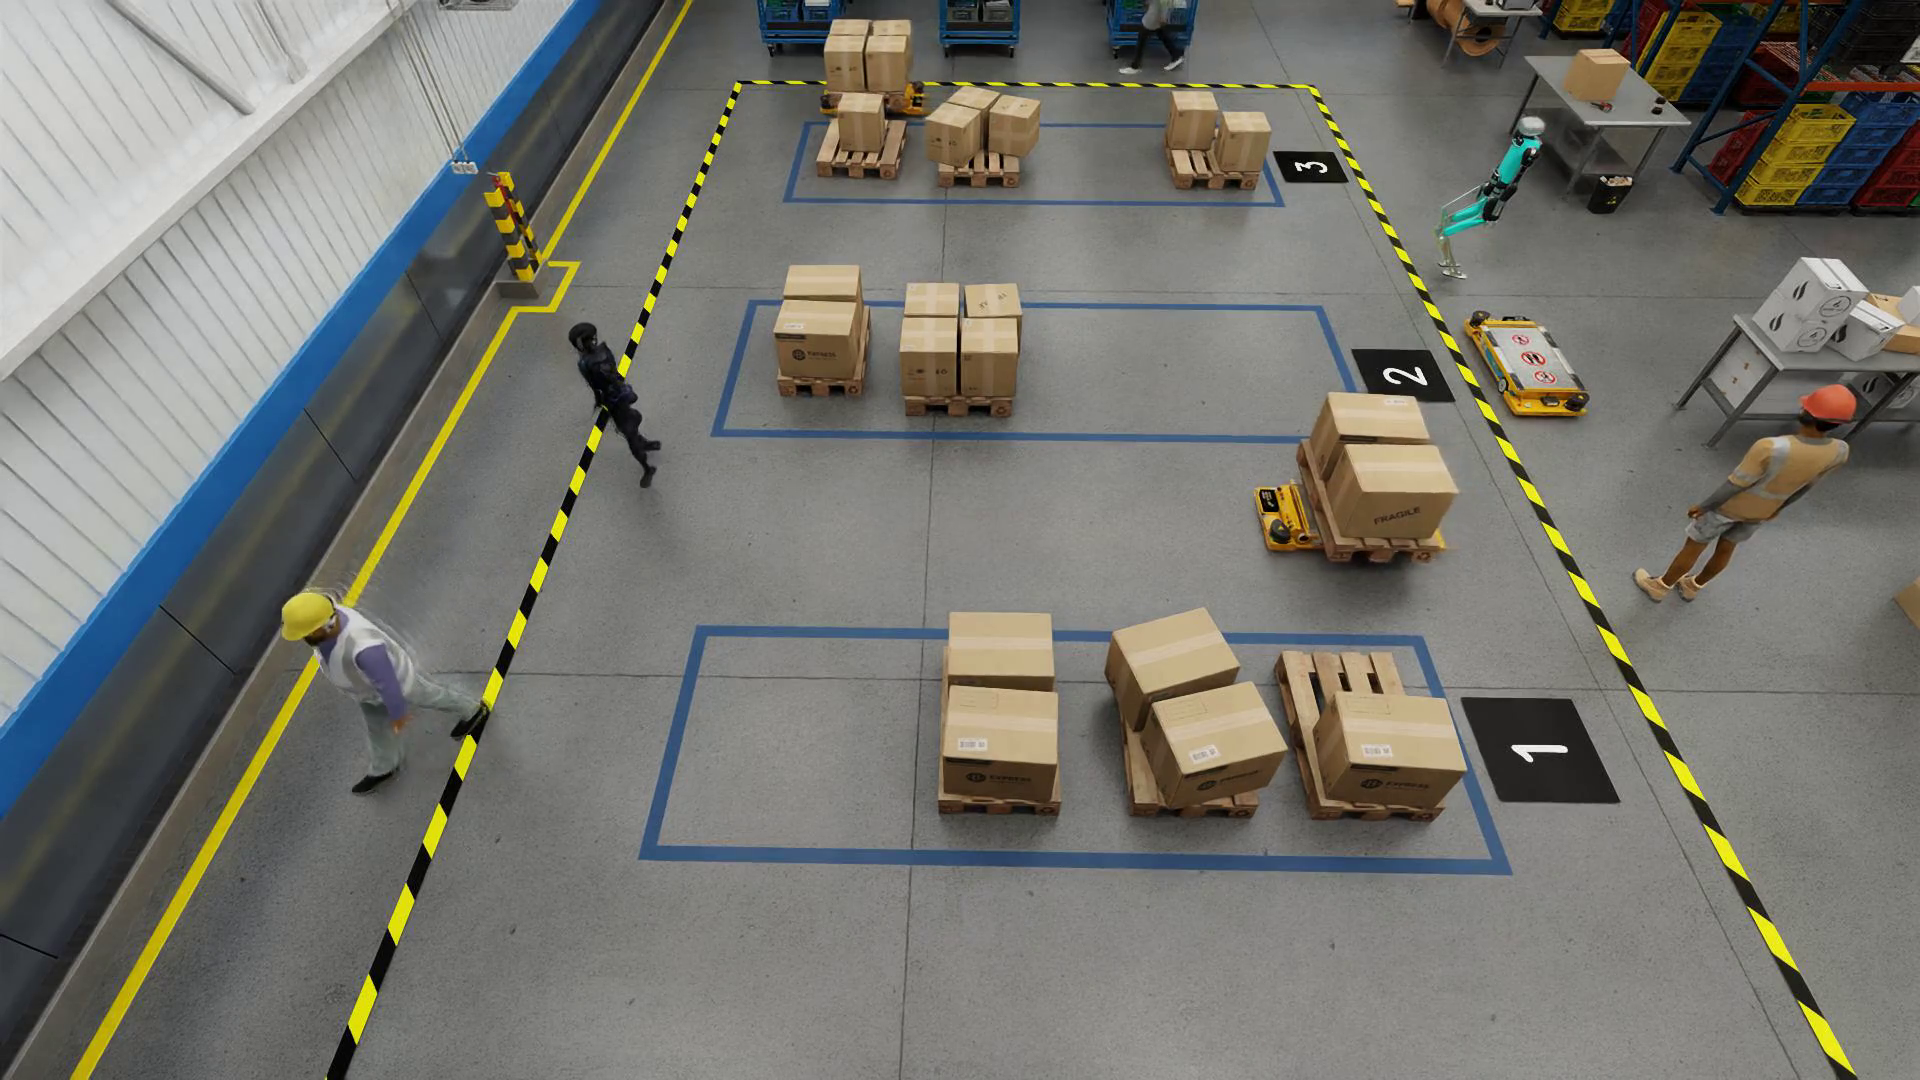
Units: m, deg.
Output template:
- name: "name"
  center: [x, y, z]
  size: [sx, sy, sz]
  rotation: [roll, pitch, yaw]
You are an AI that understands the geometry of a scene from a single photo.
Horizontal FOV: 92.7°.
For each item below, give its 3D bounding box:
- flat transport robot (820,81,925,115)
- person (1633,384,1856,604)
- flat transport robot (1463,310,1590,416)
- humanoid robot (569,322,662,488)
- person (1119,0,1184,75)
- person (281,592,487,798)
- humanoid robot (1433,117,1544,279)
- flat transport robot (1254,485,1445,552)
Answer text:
- name: "flat transport robot"
  center: [-1.230, -6.245, 12.920]
  size: [1.431, 0.197, 0.652]
  rotation: [1, 49, 1]
- name: "person"
  center: [5.638, -0.281, 6.605]
  size: [0.615, 2.039, 0.379]
  rotation: [0, 49, 0]
- name: "flat transport robot"
  center: [5.573, -1.757, 9.054]
  size: [0.659, 0.231, 1.431]
  rotation: [1, 49, 1]
- name: "humanoid robot"
  center: [-2.796, -1.160, 7.609]
  size: [0.462, 1.647, 0.613]
  rotation: [-34, 57, -26]
- name: "person"
  center: [2.878, -7.616, 13.104]
  size: [0.908, 1.814, 0.594]
  rotation: [5, 49, 4]
- name: "person"
  center: [-3.673, 0.927, 5.728]
  size: [0.610, 1.774, 0.958]
  rotation: [23, 53, 19]
- name: "humanoid robot"
  center: [5.366, -3.557, 9.553]
  size: [0.735, 1.674, 0.533]
  rotation: [8, 50, 7]
- name: "flat transport robot"
  center: [3.266, -0.213, 7.699]
  size: [1.431, 0.197, 0.652]
  rotation: [1, 49, 1]
